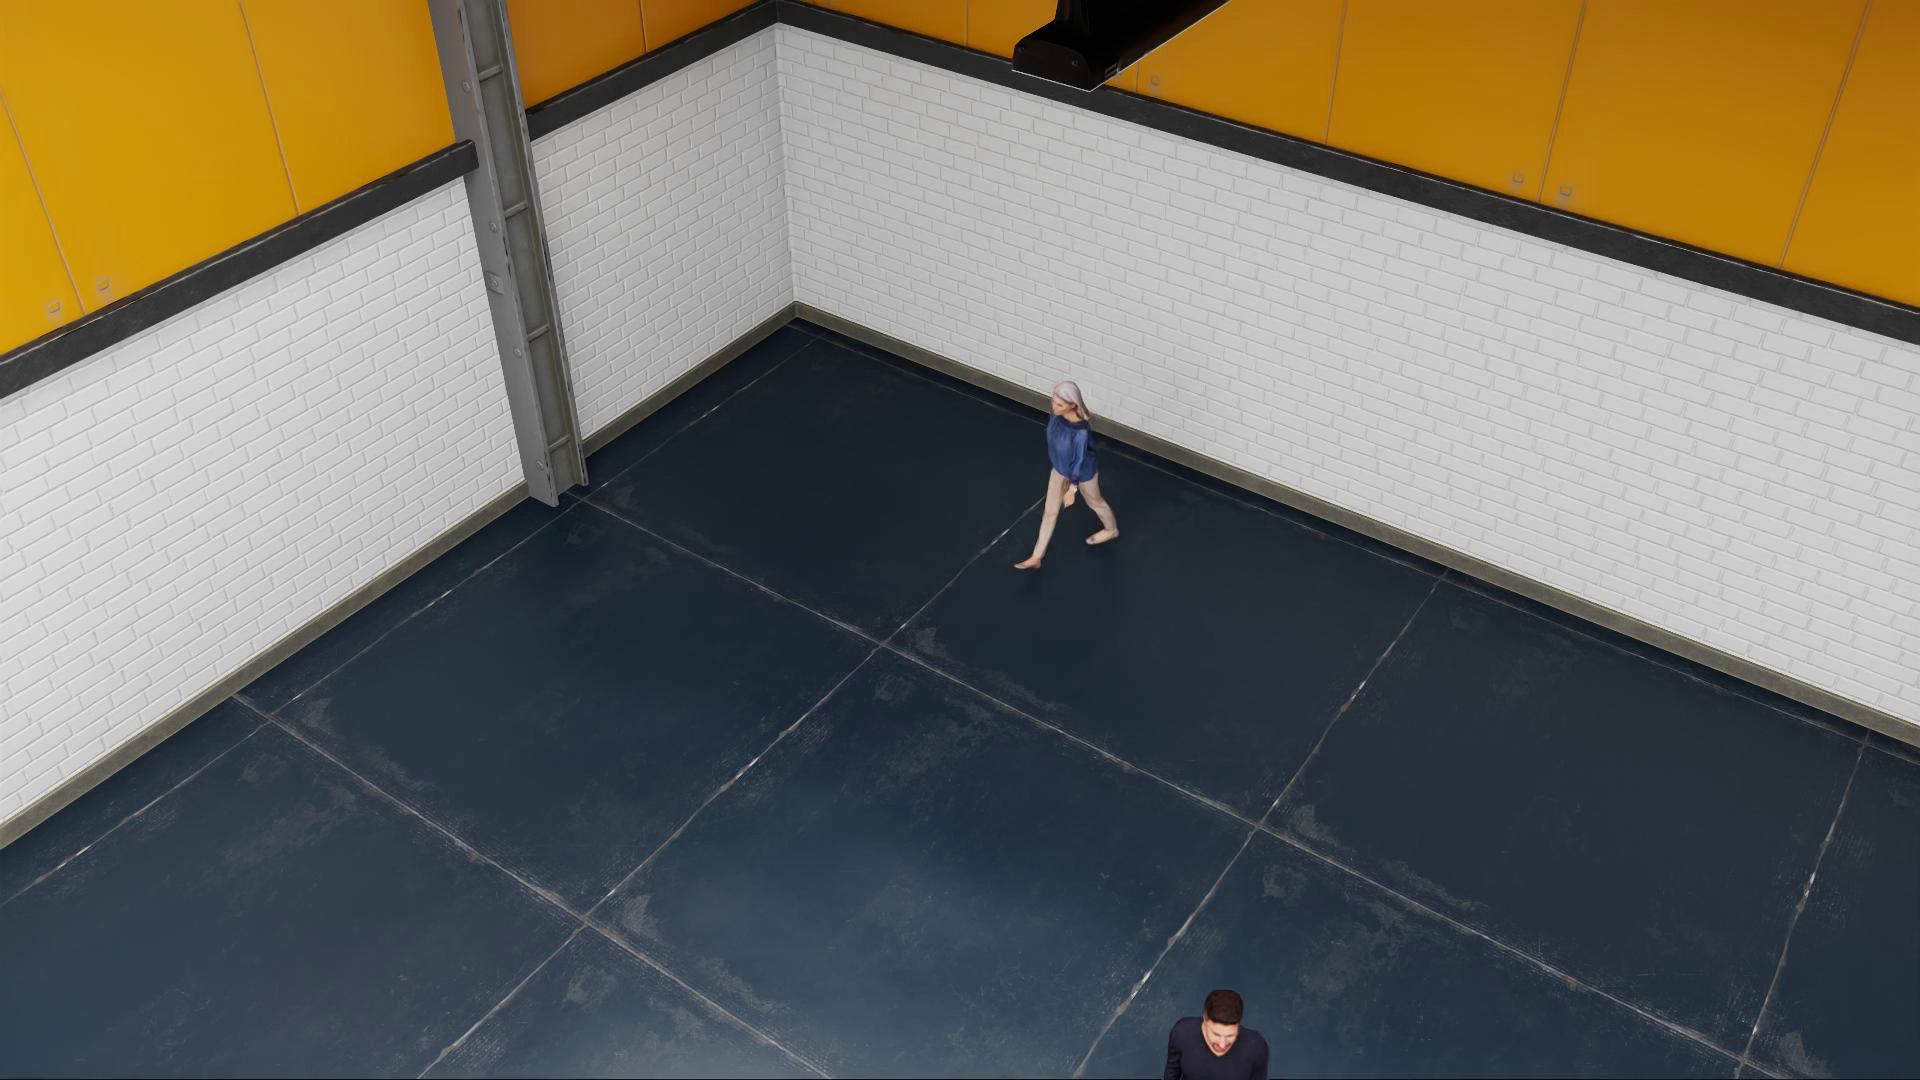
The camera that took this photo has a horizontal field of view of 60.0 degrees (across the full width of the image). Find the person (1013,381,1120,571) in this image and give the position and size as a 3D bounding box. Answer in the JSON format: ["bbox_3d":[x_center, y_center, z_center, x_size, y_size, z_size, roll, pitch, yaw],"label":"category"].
[{"bbox_3d":[0.912,-0.514,12.220,1.257,1.625,0.937,-18,42,-21],"label":"person"}]

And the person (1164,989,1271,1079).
[{"bbox_3d":[1.218,2.690,8.034,0.877,1.842,1.020,5,39,6],"label":"person"}]
